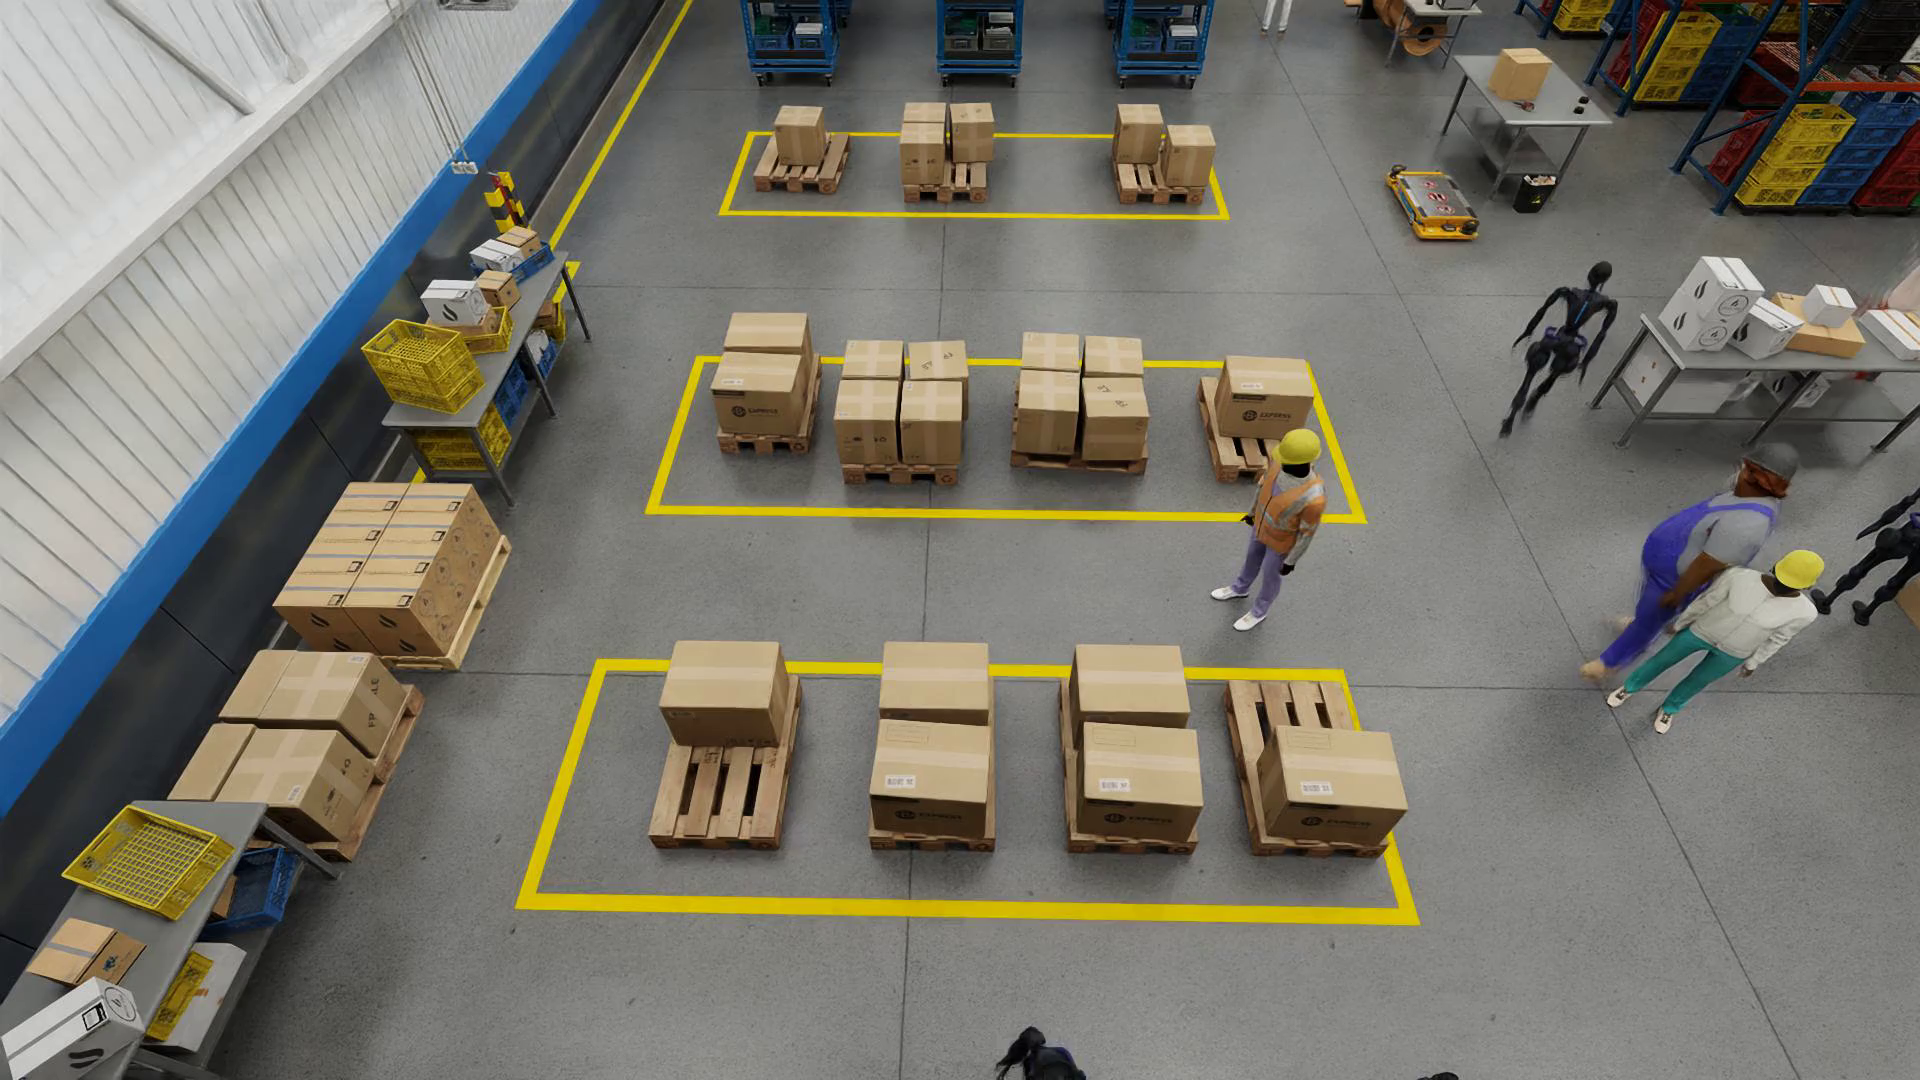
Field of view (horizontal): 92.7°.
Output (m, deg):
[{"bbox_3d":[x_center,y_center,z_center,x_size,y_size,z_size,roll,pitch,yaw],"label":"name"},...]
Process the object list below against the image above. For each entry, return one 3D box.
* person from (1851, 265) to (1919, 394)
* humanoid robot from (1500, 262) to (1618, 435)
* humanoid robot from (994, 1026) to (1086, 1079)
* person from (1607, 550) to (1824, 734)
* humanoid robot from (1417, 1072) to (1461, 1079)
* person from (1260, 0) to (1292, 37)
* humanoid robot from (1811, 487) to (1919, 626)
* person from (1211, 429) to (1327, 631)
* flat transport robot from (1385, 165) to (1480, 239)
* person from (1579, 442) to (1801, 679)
[{"bbox_3d":[8.536,-2.138,8.279,0.866,1.930,0.649,17,51,14],"label":"person"},{"bbox_3d":[5.276,-1.715,8.113,0.608,1.627,0.772,24,53,19],"label":"humanoid robot"},{"bbox_3d":[0.446,2.648,4.310,0.501,1.641,0.713,-14,51,-12],"label":"humanoid robot"},{"bbox_3d":[4.938,0.663,5.967,0.524,1.769,0.313,36,58,27],"label":"person"},{"bbox_3d":[2.132,2.806,4.163,0.327,1.657,0.591,-7,50,-6],"label":"humanoid robot"},{"bbox_3d":[5.020,-8.765,14.052,0.582,1.882,0.348,11,50,9],"label":"person"},{"bbox_3d":[6.944,-0.018,6.614,0.579,1.651,0.308,20,52,16],"label":"humanoid robot"},{"bbox_3d":[2.215,-0.056,6.493,0.388,1.916,0.586,-13,50,-11],"label":"person"},{"bbox_3d":[5.692,-4.094,11.059,0.652,0.197,1.431,1,49,1],"label":"flat transport robot"},{"bbox_3d":[4.898,0.174,6.212,0.534,2.000,0.782,36,58,27],"label":"person"}]
